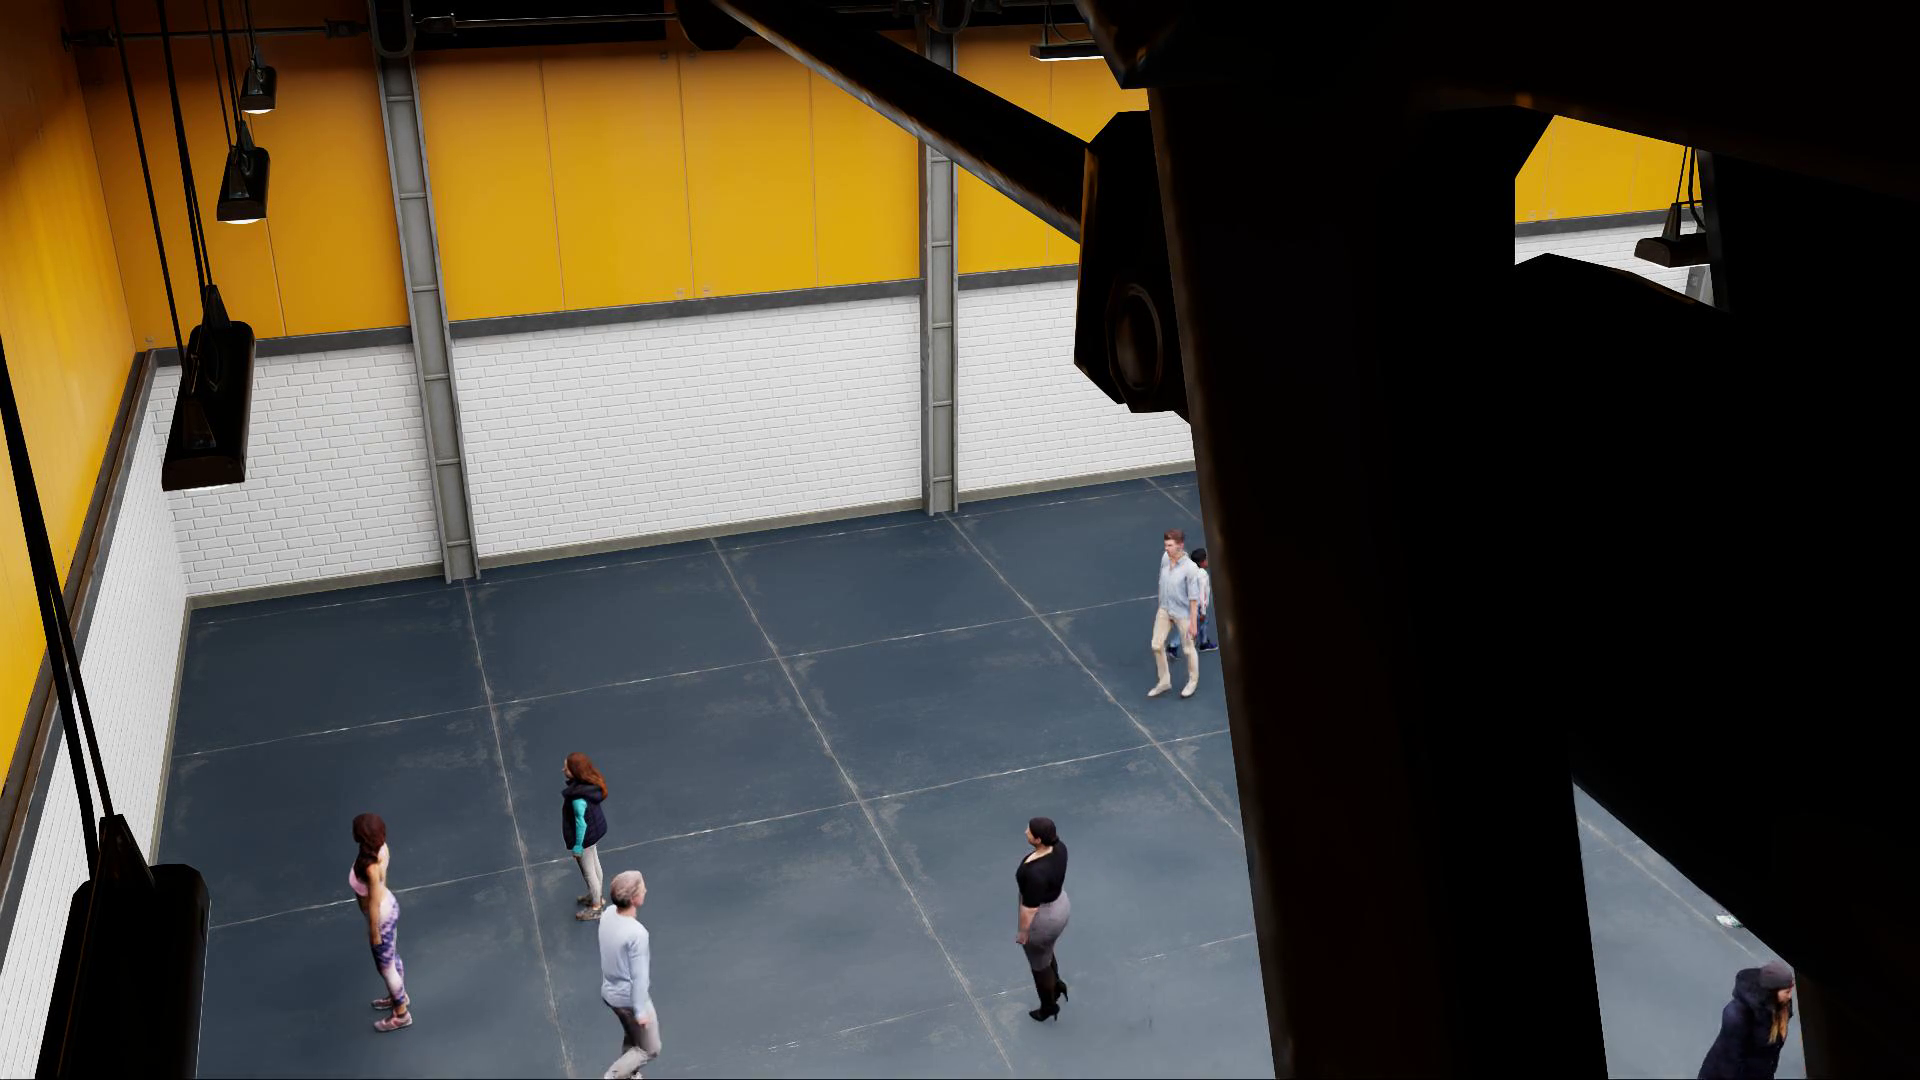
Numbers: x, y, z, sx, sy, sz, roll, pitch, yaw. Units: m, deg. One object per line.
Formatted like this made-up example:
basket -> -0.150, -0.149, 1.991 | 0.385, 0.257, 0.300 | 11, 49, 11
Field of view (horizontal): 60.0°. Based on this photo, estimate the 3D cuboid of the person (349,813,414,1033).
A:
person -> -4.220, 2.767, 12.149 | 0.576, 1.770, 0.599 | -5, 24, -12

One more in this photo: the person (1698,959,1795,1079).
person -> 5.009, 3.406, 10.845 | 0.966, 1.643, 0.767 | -10, 25, -21

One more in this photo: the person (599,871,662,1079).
person -> -2.320, 3.126, 11.211 | 0.961, 1.863, 0.817 | -16, 28, -32

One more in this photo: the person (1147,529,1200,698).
person -> 2.239, 0.716, 16.779 | 0.853, 1.819, 0.930 | 22, 32, 40

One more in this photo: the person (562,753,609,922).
person -> -3.021, 2.365, 13.404 | 0.654, 1.501, 0.631 | -2, 24, -5

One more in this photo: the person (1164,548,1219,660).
person -> 2.444, 0.676, 17.584 | 0.887, 1.246, 0.521 | -6, 24, -12

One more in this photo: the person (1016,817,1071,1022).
person -> 0.696, 2.789, 12.131 | 0.830, 1.744, 0.773 | 10, 26, 22
